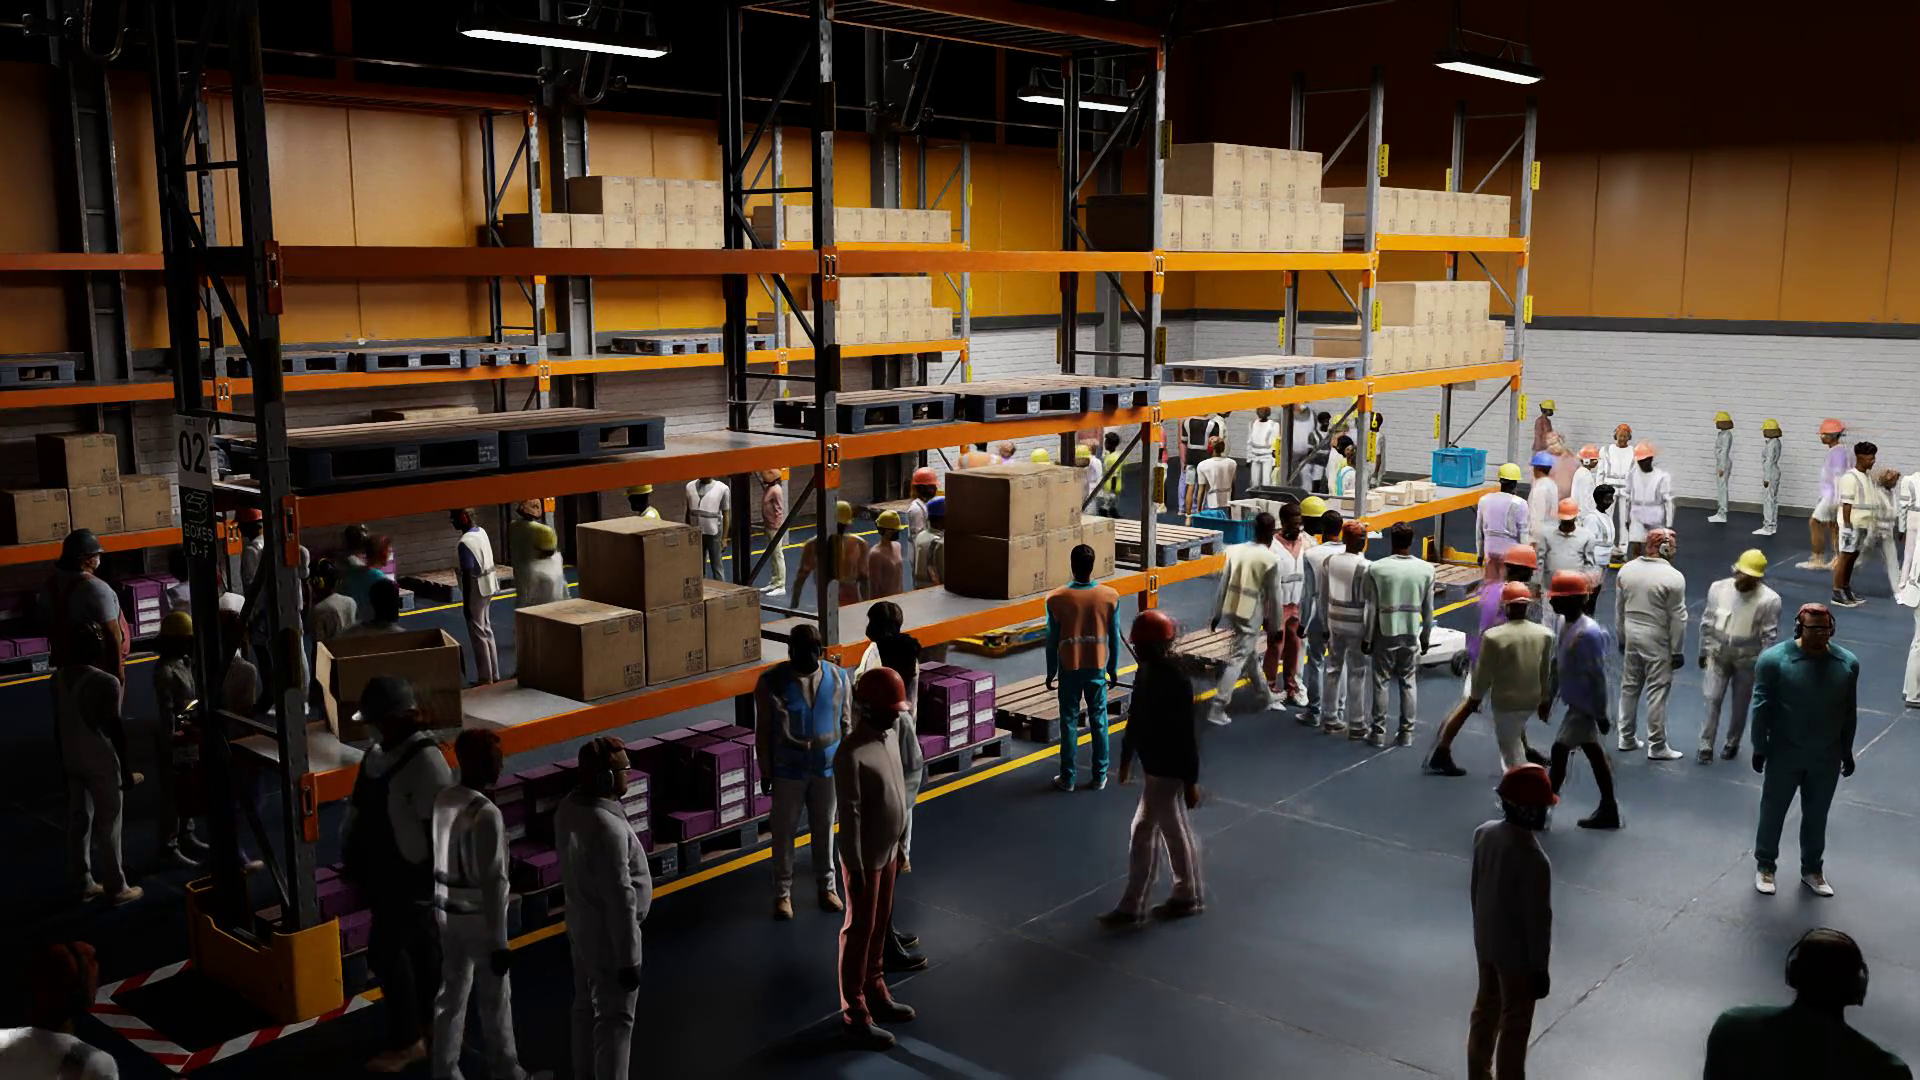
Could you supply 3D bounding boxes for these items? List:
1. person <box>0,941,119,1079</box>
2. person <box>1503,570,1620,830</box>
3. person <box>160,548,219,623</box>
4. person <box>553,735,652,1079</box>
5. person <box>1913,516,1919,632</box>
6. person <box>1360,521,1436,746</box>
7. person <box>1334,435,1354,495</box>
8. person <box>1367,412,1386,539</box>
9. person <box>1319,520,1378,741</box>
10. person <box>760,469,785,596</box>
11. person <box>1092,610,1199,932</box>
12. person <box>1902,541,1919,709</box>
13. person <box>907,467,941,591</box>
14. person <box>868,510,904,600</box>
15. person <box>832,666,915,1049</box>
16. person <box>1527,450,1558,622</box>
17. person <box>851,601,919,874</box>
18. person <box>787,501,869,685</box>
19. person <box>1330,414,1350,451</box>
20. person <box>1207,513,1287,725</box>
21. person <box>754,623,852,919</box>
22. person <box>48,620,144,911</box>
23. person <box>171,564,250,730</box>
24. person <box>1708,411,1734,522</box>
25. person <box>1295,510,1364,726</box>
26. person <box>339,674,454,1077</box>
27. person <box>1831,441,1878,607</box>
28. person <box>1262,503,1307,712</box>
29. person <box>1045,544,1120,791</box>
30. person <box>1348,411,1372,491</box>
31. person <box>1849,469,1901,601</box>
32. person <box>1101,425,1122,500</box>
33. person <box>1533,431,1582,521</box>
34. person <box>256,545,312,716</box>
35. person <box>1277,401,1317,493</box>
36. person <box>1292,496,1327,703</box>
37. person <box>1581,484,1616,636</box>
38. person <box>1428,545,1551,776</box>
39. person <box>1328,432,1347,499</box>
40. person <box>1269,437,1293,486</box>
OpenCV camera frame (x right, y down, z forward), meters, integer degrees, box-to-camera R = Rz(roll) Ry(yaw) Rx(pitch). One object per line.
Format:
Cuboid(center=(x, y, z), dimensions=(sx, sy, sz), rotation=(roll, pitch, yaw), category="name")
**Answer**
Cuboid(center=(-3.065, 2.234, 5.594), dimensions=(0.700, 1.827, 1.004), rotation=(3, 10, 15), category="person")
Cuboid(center=(4.327, 1.149, 11.871), dimensions=(0.939, 1.881, 0.549), rotation=(1, 10, 4), category="person")
Cuboid(center=(-6.417, 0.907, 13.920), dimensions=(0.334, 1.686, 0.546), rotation=(6, 11, 33), category="person")
Cuboid(center=(-1.623, 1.837, 7.716), dimensions=(0.409, 1.907, 0.651), rotation=(-6, 11, -33), category="person")
Cuboid(center=(10.598, 0.152, 17.904), dimensions=(0.581, 1.859, 0.729), rotation=(5, 11, 28), category="person")
Cuboid(center=(3.672, 0.796, 13.950), dimensions=(0.600, 1.907, 0.411), rotation=(-1, 10, -8), category="person")
Cuboid(center=(5.319, -0.603, 22.951), dimensions=(0.322, 1.690, 0.530), rotation=(2, 10, 9), category="person")
Cuboid(center=(6.101, -0.950, 24.470), dimensions=(0.313, 1.869, 0.528), rotation=(3, 10, 16), category="person")
Cuboid(center=(3.326, 0.763, 14.192), dimensions=(0.338, 1.883, 0.583), rotation=(-8, 12, -40), category="person")
Cuboid(center=(-2.296, -0.136, 20.311), dimensions=(0.279, 1.633, 0.499), rotation=(-4, 10, -22), category="person")
Cuboid(center=(1.106, 1.398, 10.151), dimensions=(0.878, 1.957, 0.664), rotation=(-3, 10, -15), category="person")
Cuboid(center=(8.821, 0.623, 15.185), dimensions=(0.385, 1.836, 0.567), rotation=(4, 10, 24), category="person")
Cuboid(center=(-0.366, 0.202, 17.377), dimensions=(0.350, 1.942, 0.545), rotation=(2, 10, 9), category="person")
Cuboid(center=(-0.676, 0.586, 15.635), dimensions=(0.343, 1.756, 0.518), rotation=(5, 11, 27), category="person")
Cuboid(center=(-0.443, 1.631, 8.711), dimensions=(0.392, 1.986, 0.610), rotation=(3, 10, 19), category="person")
Cuboid(center=(6.564, -0.049, 18.891), dimensions=(0.425, 1.949, 0.612), rotation=(6, 11, 32), category="person")
Cuboid(center=(-0.505, 1.309, 11.059), dimensions=(0.429, 1.846, 0.626), rotation=(-4, 10, -23), category="person")
Cuboid(center=(-1.178, 0.581, 15.185), dimensions=(0.823, 1.924, 0.489), rotation=(-1, 10, -8), category="person")
Cuboid(center=(5.821, -1.065, 25.571), dimensions=(0.489, 1.735, 0.326), rotation=(-9, 13, -42), category="person")
Cuboid(center=(2.563, 0.691, 14.737), dimensions=(1.075, 1.856, 0.624), rotation=(-7, 12, -34), category="person")
Cuboid(center=(-0.960, 1.425, 10.372), dimensions=(0.627, 1.845, 0.429), rotation=(-4, 10, -21), category="person")
Cuboid(center=(-5.445, 1.414, 10.455), dimensions=(0.505, 1.839, 0.338), rotation=(3, 10, 16), category="person")
Cuboid(center=(-5.654, 1.046, 12.616), dimensions=(0.390, 1.846, 0.565), rotation=(8, 12, 39), category="person")
Cuboid(center=(11.916, -1.147, 26.049), dimensions=(0.322, 1.736, 0.486), rotation=(4, 10, 20), category="person")
Cuboid(center=(3.246, 0.687, 14.596), dimensions=(0.600, 1.906, 0.413), rotation=(-4, 10, -21), category="person")
Cuboid(center=(-2.920, 1.652, 8.424), dimensions=(0.672, 2.000, 0.693), rotation=(-7, 12, -36), category="person")
Cuboid(center=(10.598, -0.197, 19.684), dimensions=(0.614, 1.962, 0.366), rotation=(-9, 13, -43), category="person")
Cuboid(center=(2.935, 0.602, 15.101), dimensions=(0.600, 1.907, 0.384), rotation=(-6, 11, -33), category="person")
Cuboid(center=(0.938, 0.983, 12.777), dimensions=(0.593, 1.920, 0.391), rotation=(-1, 10, -8), category="person")
Cuboid(center=(5.959, -1.043, 24.893), dimensions=(0.509, 1.908, 0.615), rotation=(-2, 10, -14), category="person")
Cuboid(center=(11.070, -0.066, 20.049), dimensions=(0.518, 1.587, 0.892), rotation=(-5, 11, -26), category="person")
Cuboid(center=(2.571, -1.473, 28.290), dimensions=(0.278, 1.634, 0.498), rotation=(7, 12, 37), category="person")
Cuboid(center=(7.856, -0.500, 21.779), dimensions=(0.722, 1.897, 0.484), rotation=(0, 10, -2), category="person")
Cuboid(center=(-6.055, 0.662, 14.888), dimensions=(0.509, 1.860, 0.333), rotation=(0, 10, 1), category="person")
Cuboid(center=(5.559, -1.524, 27.385), dimensions=(0.701, 2.000, 0.836), rotation=(-2, 10, -10), category="person")
Cuboid(center=(3.199, 0.550, 15.337), dimensions=(0.383, 1.928, 0.588), rotation=(3, 10, 16), category="person")
Cuboid(center=(6.866, 0.232, 17.932), dimensions=(0.321, 1.694, 0.529), rotation=(8, 12, 38), category="person")
Cuboid(center=(4.228, 0.959, 13.160), dimensions=(1.075, 1.850, 0.548), rotation=(-1, 10, -6), category="person")
Cuboid(center=(5.429, -0.734, 23.876), dimensions=(0.278, 1.634, 0.497), rotation=(-1, 10, -7), category="person")
Cuboid(center=(4.232, -0.480, 22.002), dimensions=(0.339, 1.761, 0.524), rotation=(6, 11, 30), category="person")
